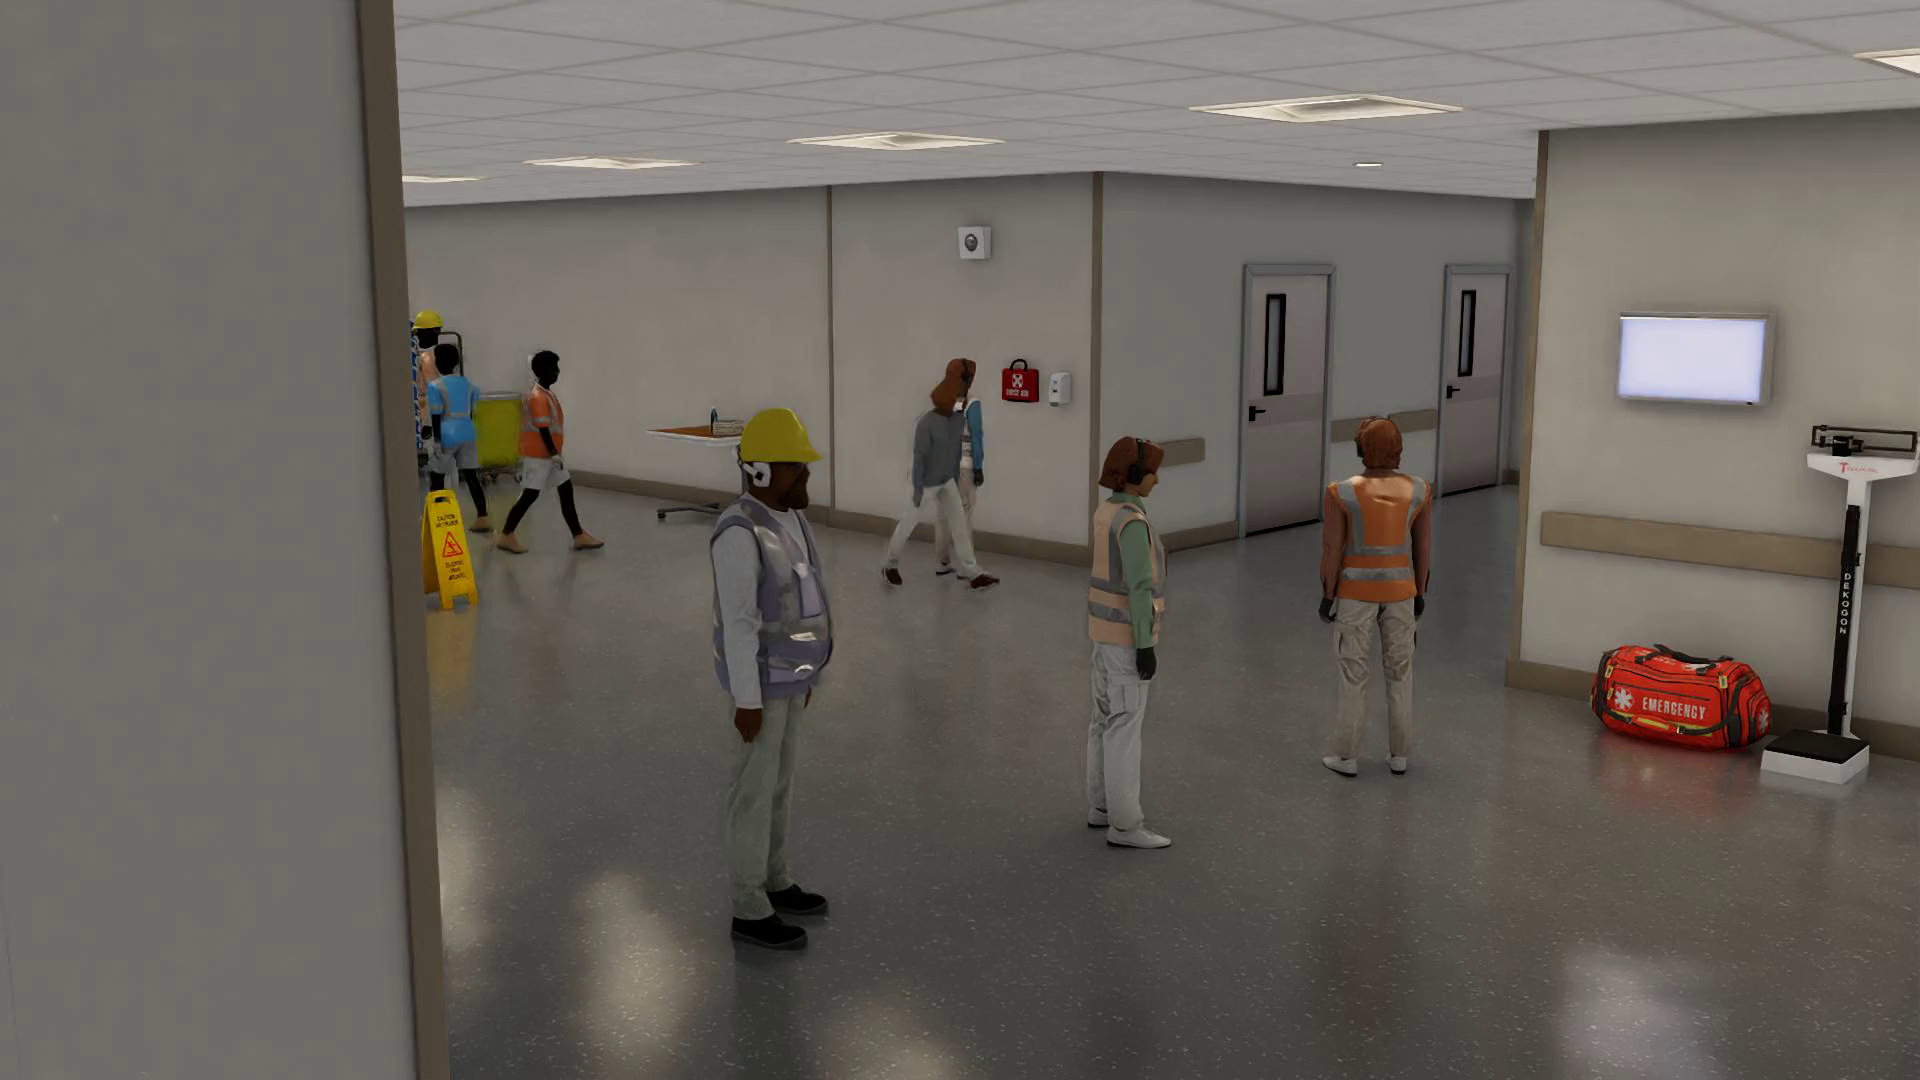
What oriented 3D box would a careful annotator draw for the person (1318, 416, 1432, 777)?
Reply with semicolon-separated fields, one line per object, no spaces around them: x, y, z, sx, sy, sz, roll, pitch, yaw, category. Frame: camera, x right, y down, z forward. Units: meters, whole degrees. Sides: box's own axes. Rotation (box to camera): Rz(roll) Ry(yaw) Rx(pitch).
1.874;0.264;7.522;0.514;1.641;0.307;-1;9;-7;person

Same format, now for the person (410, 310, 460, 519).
-4.798;-1.131;15.191;0.373;1.925;0.595;0;9;0;person

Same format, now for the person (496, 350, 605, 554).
-3.365;-0.703;13.407;0.832;1.651;0.530;0;9;-2;person

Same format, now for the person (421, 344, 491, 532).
-4.443;-0.885;14.538;0.807;1.652;0.539;6;11;32;person

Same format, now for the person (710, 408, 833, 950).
-0.636;0.461;5.721;0.404;1.833;0.592;2;9;12;person

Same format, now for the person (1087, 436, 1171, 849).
0.664;0.403;6.666;0.310;1.640;0.514;-2;9;-11;person

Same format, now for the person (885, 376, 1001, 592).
-0.170;-0.406;11.922;1.002;1.541;0.512;9;13;42;person

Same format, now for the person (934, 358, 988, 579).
-0.014;-0.535;12.416;0.311;1.639;0.517;-8;12;-39;person
